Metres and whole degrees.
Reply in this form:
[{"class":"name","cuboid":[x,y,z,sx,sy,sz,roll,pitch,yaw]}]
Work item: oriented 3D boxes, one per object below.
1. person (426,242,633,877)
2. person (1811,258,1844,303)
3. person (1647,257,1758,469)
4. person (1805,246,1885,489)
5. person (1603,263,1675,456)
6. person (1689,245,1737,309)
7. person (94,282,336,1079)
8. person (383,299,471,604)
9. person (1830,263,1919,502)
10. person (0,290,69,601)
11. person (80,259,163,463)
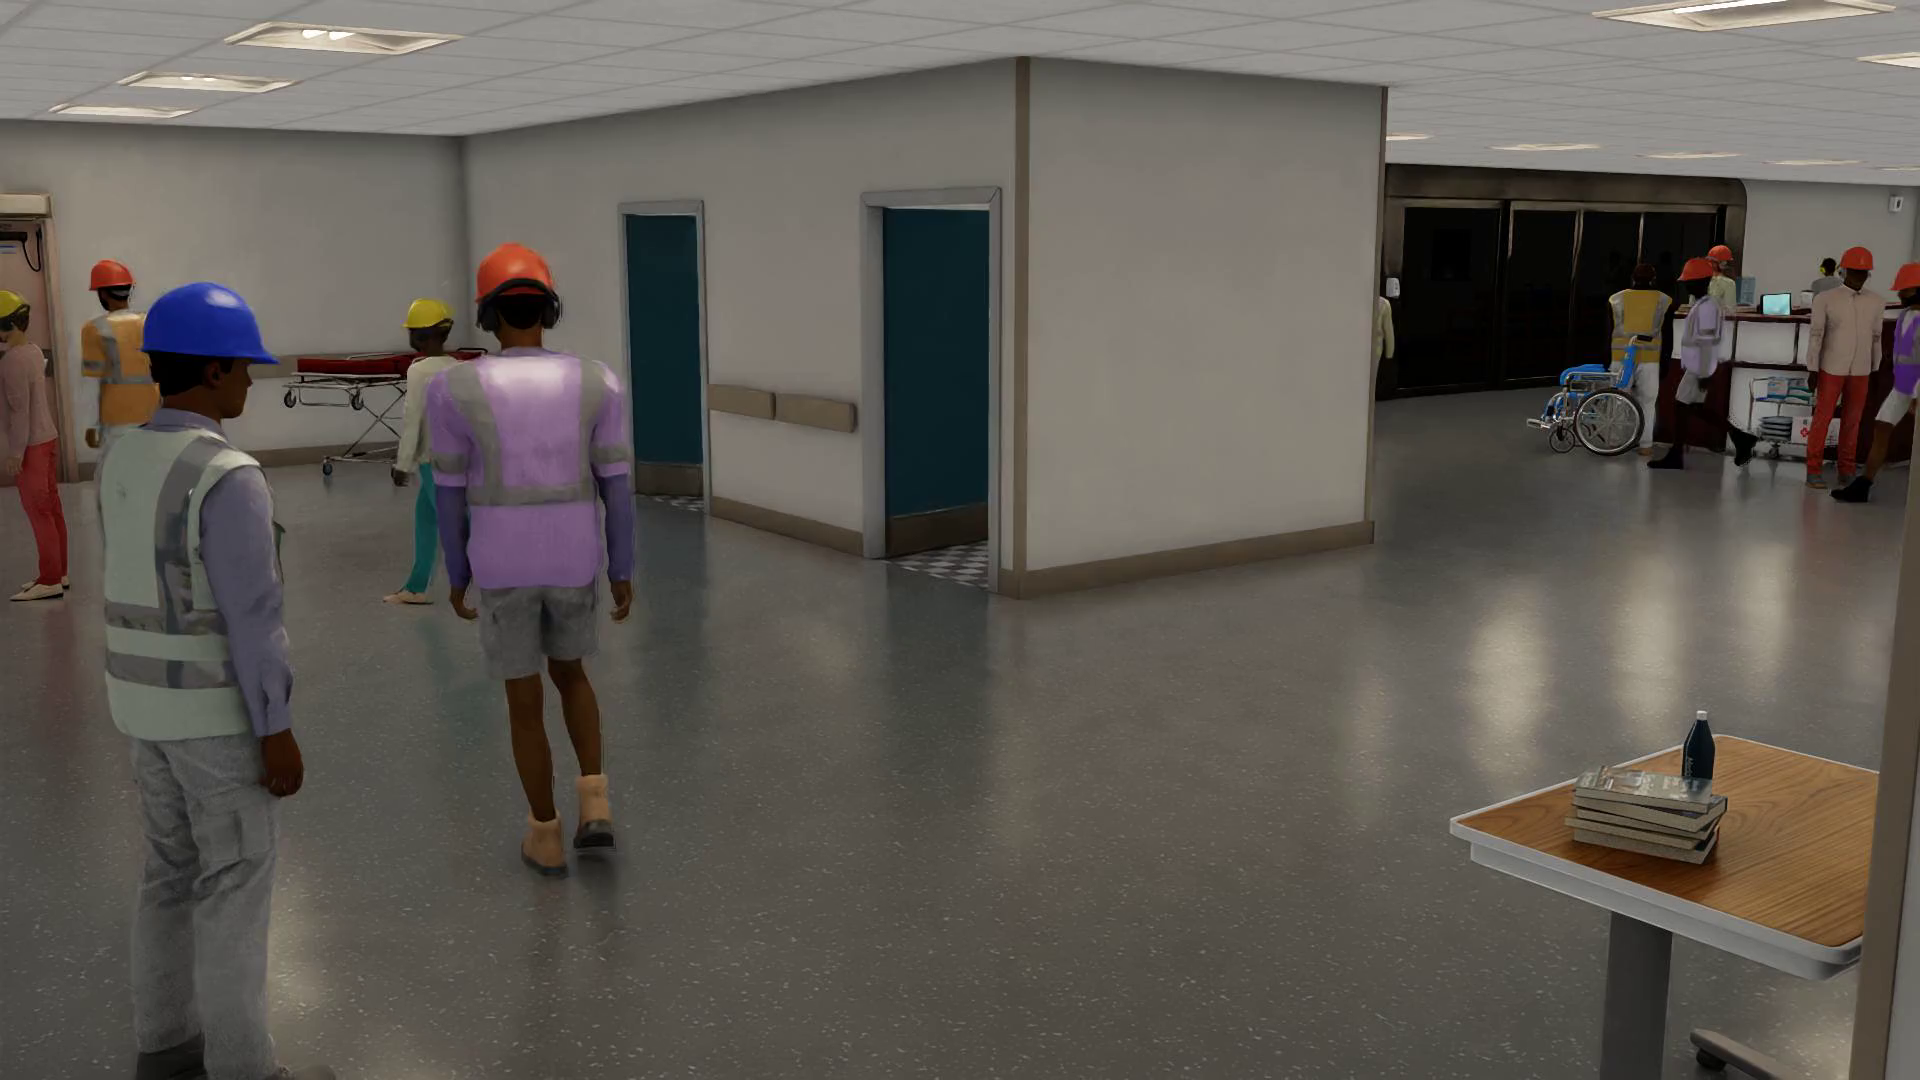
[{"class":"person","cuboid":[-1.373,0.073,5.333,0.604,2.022,0.455,-6,12,-28]},{"class":"person","cuboid":[12.882,-3.277,24.678,0.549,1.818,0.973,9,13,41]},{"class":"person","cuboid":[6.642,-1.548,14.759,0.819,1.907,0.560,4,11,21]},{"class":"person","cuboid":[7.298,-1.410,13.712,0.624,1.991,0.390,0,10,-2]},{"class":"person","cuboid":[6.472,-1.717,15.897,0.630,1.835,0.429,4,11,23]},{"class":"person","cuboid":[8.605,-2.357,19.013,0.379,1.996,0.611,-5,11,-26]},{"class":"person","cuboid":[-1.739,0.379,3.868,0.599,1.933,0.424,8,13,38]},{"class":"person","cuboid":[-2.809,-0.454,9.118,0.882,1.730,0.531,1,10,8]},{"class":"person","cuboid":[7.403,-1.198,12.878,1.033,1.876,0.553,0,10,-3]},{"class":"person","cuboid":[-5.328,-0.533,9.466,0.335,1.759,0.523,-3,10,-15]},{"class":"person","cuboid":[-5.235,-0.800,10.491,0.515,1.922,0.551,6,12,31]}]
